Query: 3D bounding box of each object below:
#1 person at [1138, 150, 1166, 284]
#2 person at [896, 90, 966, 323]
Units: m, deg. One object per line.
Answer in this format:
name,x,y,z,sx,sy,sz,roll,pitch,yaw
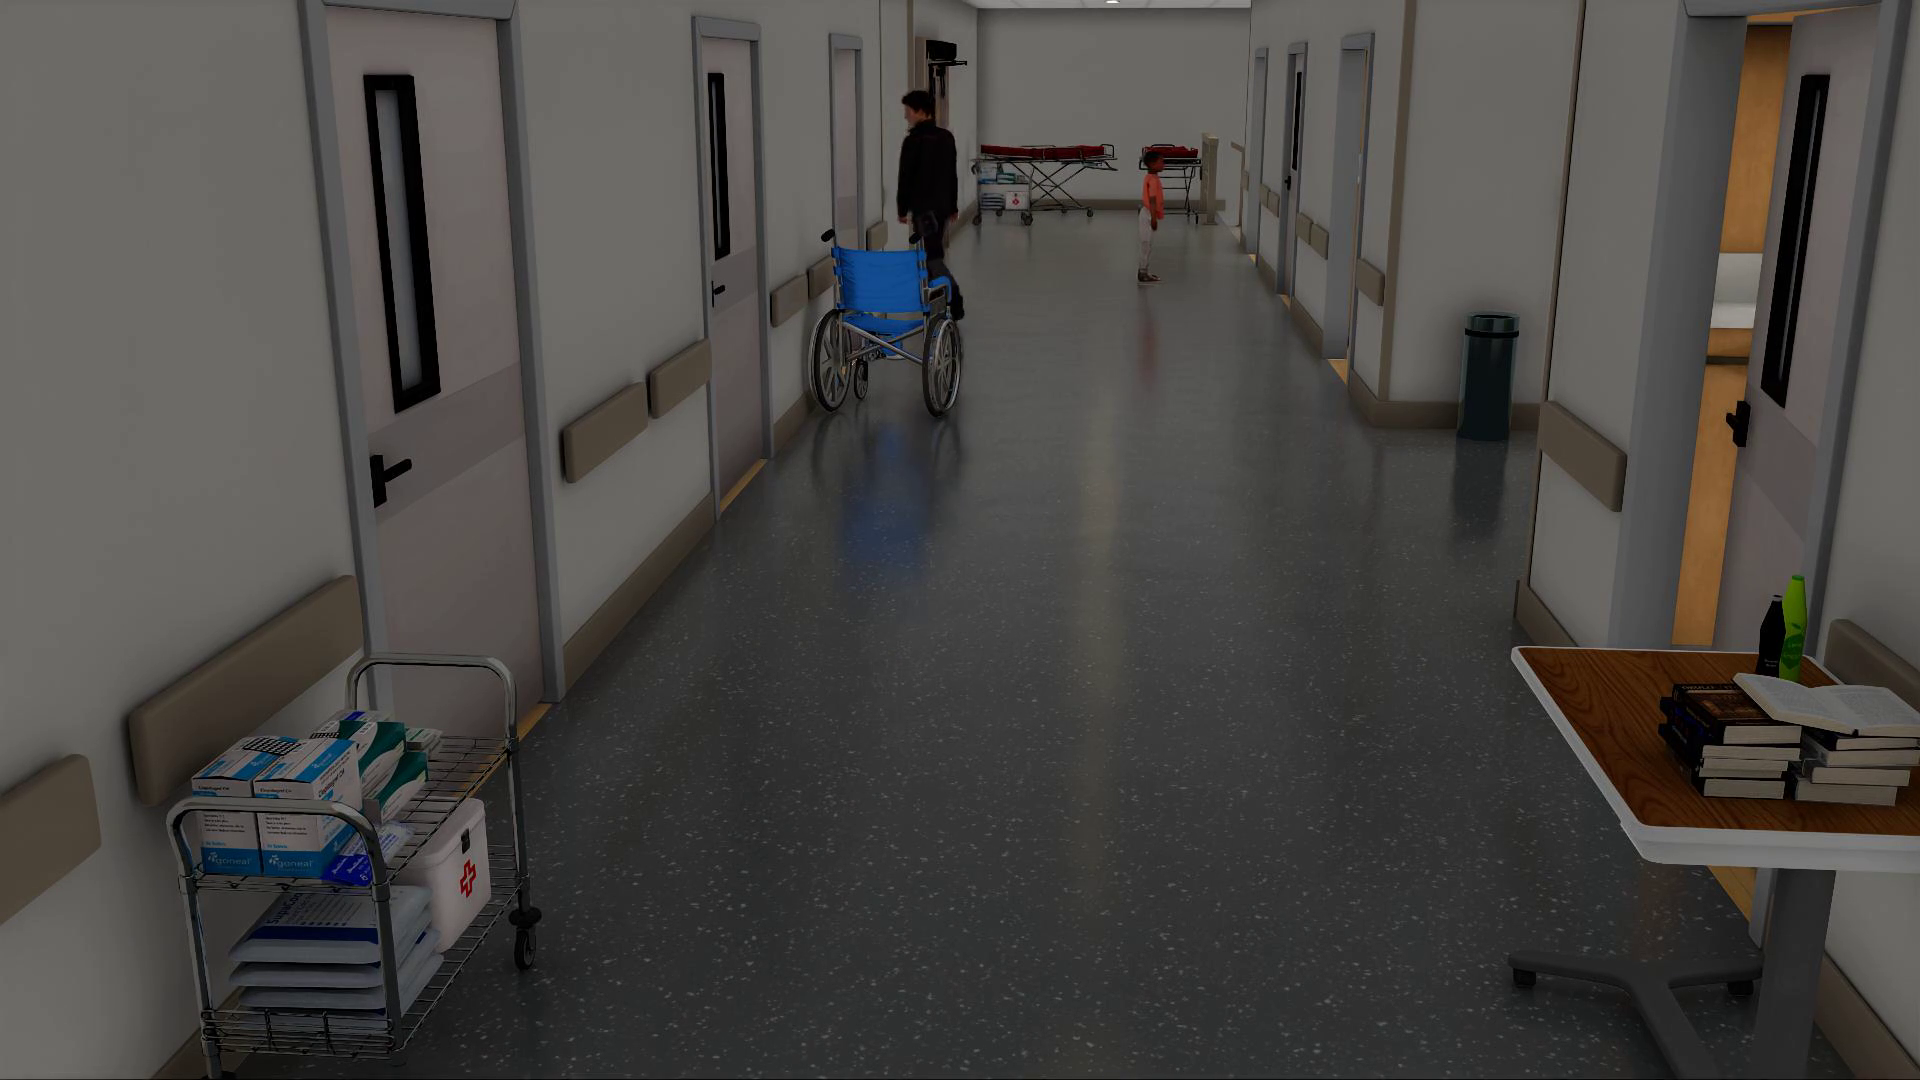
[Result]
person,1.911,-3.267,16.802,0.529,1.308,0.398,1,16,3
person,-0.206,-2.701,13.732,1.233,1.885,1.216,-14,21,-41
